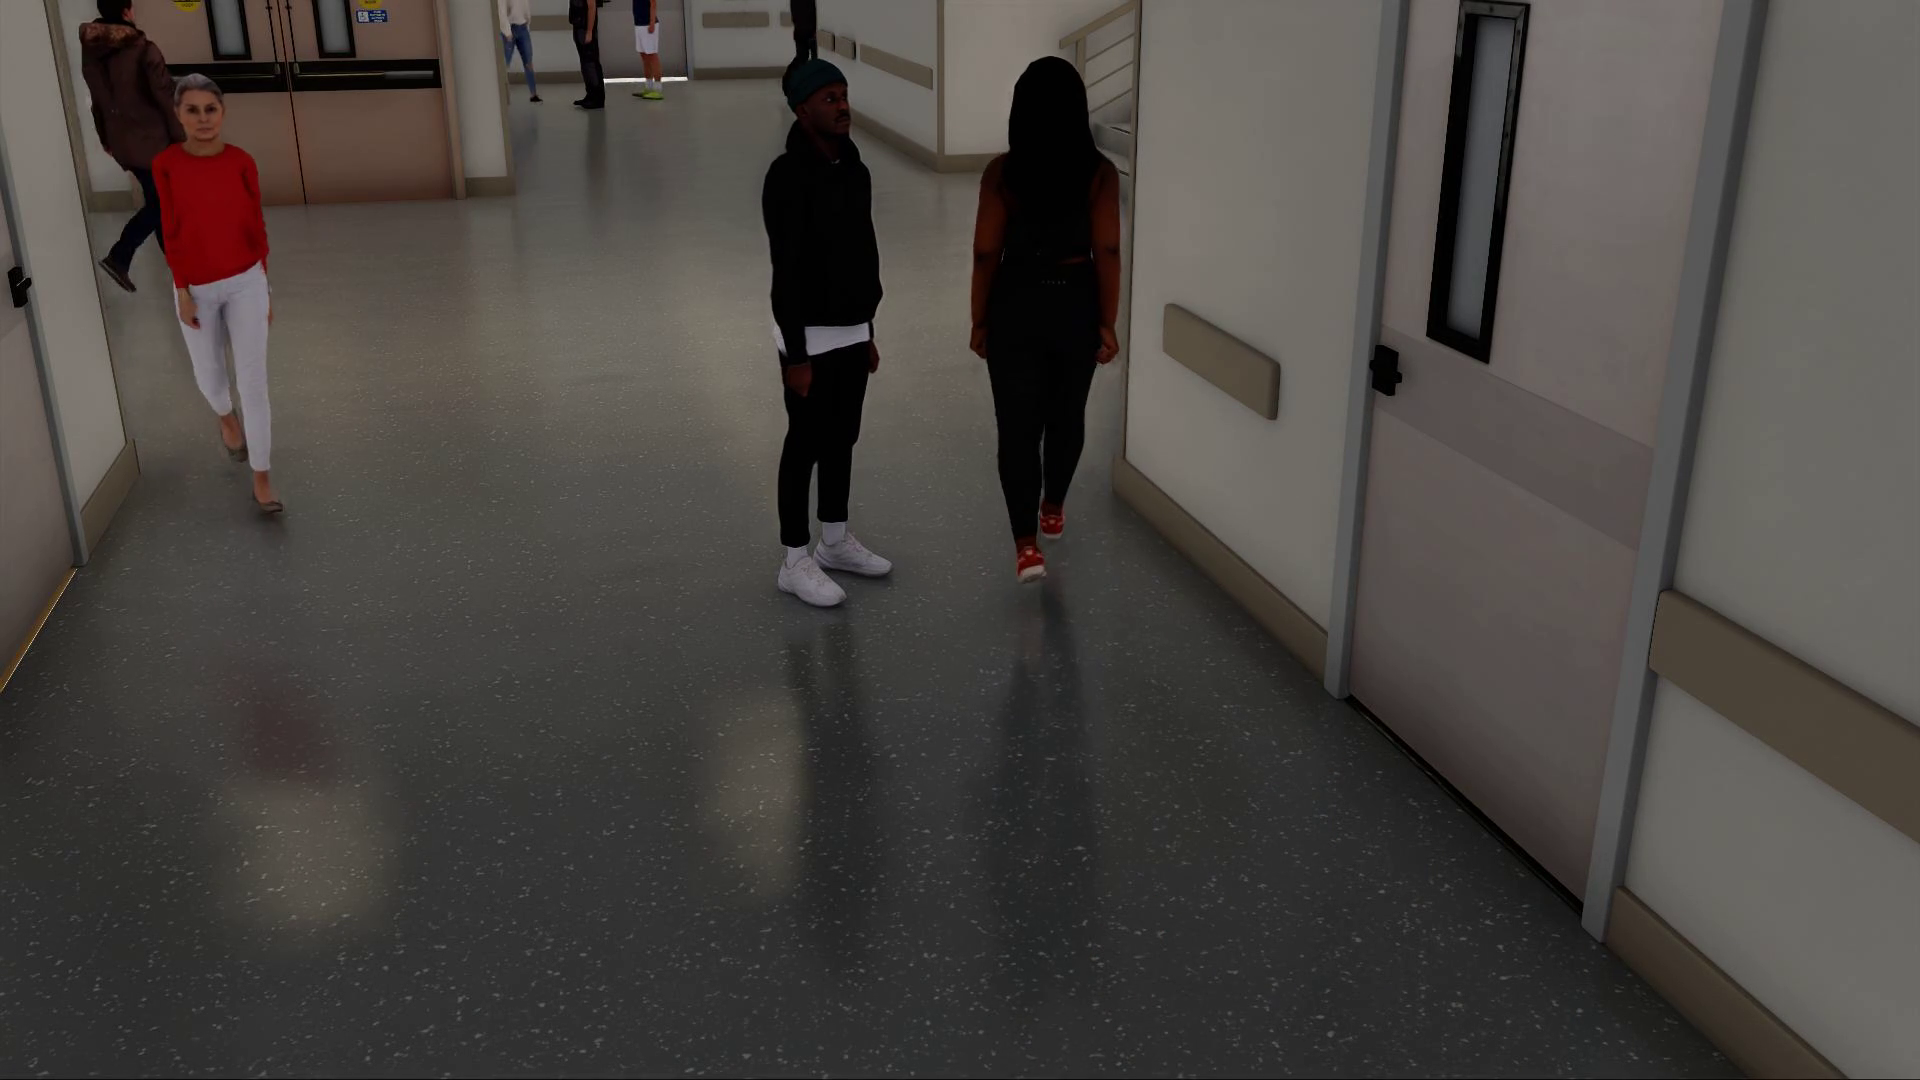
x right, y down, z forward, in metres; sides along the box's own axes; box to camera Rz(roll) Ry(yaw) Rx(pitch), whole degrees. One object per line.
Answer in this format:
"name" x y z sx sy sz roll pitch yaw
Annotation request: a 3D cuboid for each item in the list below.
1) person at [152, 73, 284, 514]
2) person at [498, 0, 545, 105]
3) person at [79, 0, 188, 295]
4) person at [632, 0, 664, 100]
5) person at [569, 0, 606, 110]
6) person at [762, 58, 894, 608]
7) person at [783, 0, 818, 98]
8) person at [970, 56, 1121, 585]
"person" -2.938 -0.967 6.575 0.971 1.669 0.728 -11 23 -26
"person" -5.497 -6.153 20.291 1.076 1.652 1.124 17 27 38
"person" -5.061 -2.415 10.184 1.196 1.820 1.225 9 23 23
"person" -3.958 -6.524 21.005 0.641 1.838 0.688 -11 24 -28
"person" -4.506 -6.180 20.083 0.646 1.849 0.700 -11 23 -26
"person" -0.472 -0.711 5.687 0.821 1.818 0.749 13 24 30
"person" -1.944 -6.423 20.727 1.078 1.847 1.166 16 26 36
"person" 0.289 -0.705 5.730 1.198 1.778 0.943 0 21 0
